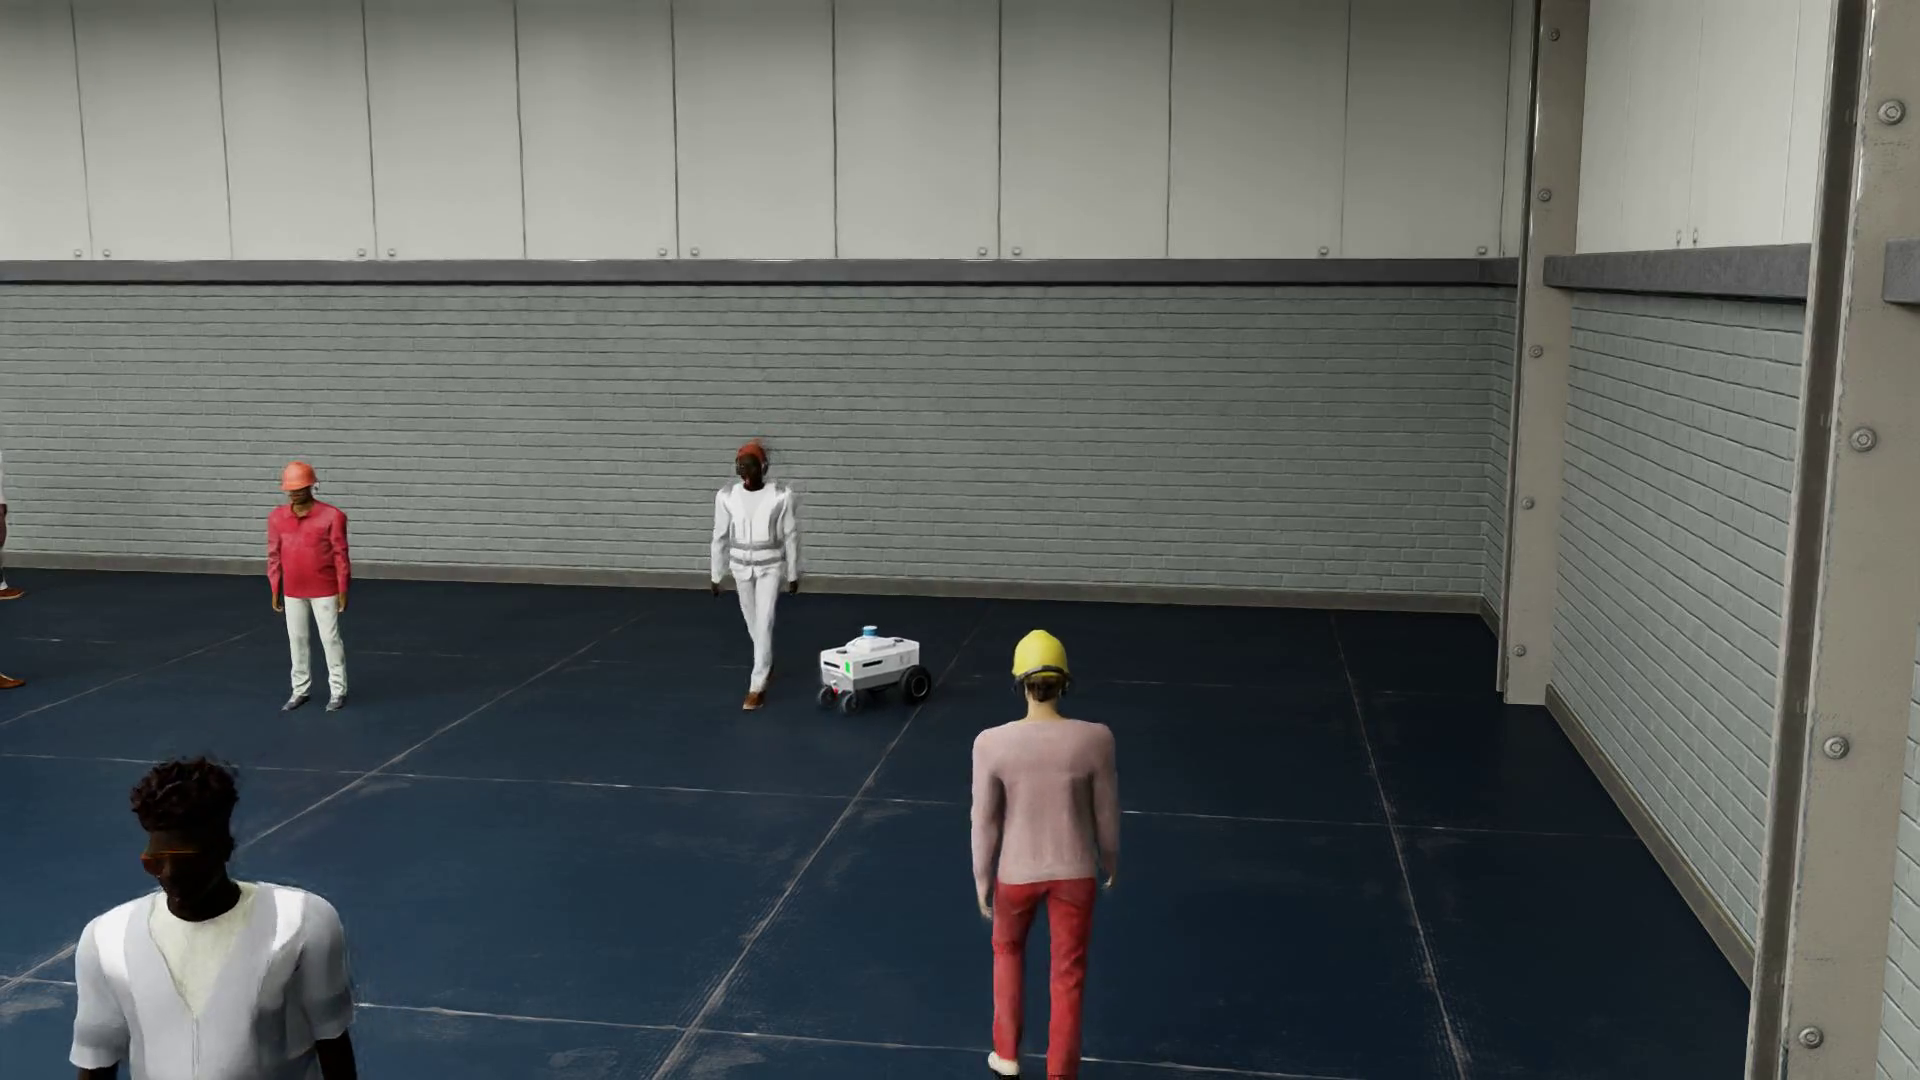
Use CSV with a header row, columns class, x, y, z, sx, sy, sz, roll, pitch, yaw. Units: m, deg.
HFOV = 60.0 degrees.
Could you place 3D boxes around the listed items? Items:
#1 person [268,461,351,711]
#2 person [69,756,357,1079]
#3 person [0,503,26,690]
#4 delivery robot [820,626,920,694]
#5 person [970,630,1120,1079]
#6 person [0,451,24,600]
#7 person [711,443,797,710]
class,x,y,z,sx,sy,sz,roll,pitch,yaw
person,-4.487,0.319,11.446,0.571,1.743,0.352,1,9,4
person,-1.759,1.458,3.876,0.620,1.911,0.994,-1,9,-5
person,-7.118,0.138,12.058,0.652,1.906,0.402,6,11,35
delivery robot,-0.624,0.842,11.583,0.707,0.478,0.477,-9,13,-42
person,0.311,1.193,6.064,0.545,1.747,0.638,0,9,1
person,-8.998,-0.380,15.330,0.574,1.883,0.361,5,11,29
person,-1.447,0.213,11.842,0.591,1.839,0.984,1,9,9
